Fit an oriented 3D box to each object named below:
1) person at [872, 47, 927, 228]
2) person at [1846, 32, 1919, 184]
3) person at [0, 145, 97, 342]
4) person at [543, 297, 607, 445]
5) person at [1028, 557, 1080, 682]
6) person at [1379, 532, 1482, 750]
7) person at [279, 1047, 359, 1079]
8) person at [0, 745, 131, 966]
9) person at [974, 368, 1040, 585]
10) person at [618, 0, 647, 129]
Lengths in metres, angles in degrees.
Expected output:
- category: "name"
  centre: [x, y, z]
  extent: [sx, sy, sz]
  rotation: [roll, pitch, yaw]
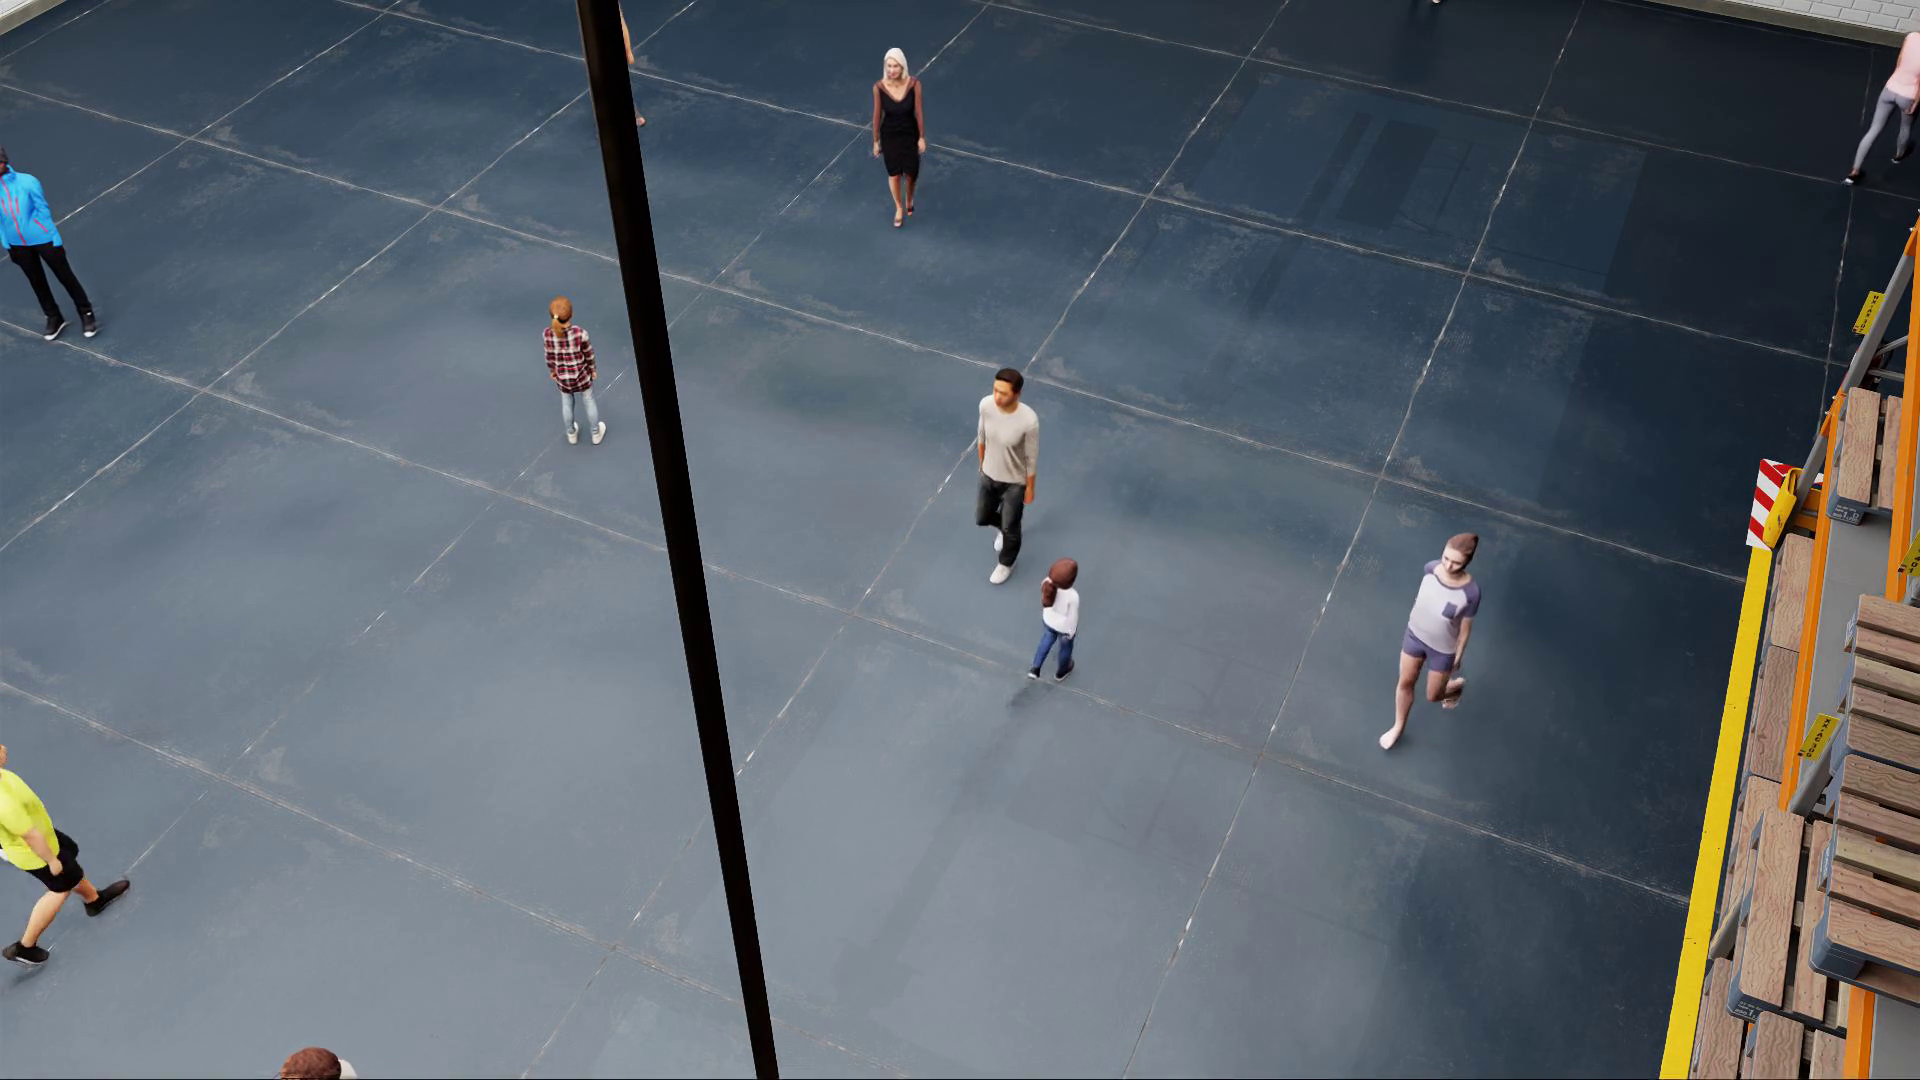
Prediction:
- category: "person"
  centre: [-0.523, -3.600, 14.776]
  extent: [0.713, 1.734, 0.740]
  rotation: [3, 44, 3]
- category: "person"
  centre: [8.603, -4.047, 15.285]
  extent: [1.177, 1.678, 0.877]
  rotation: [-30, 51, -28]
- category: "person"
  centre: [-7.523, -2.446, 13.518]
  extent: [0.695, 1.797, 0.722]
  rotation: [-7, 44, -7]
- category: "person"
  centre: [-2.949, -1.280, 12.652]
  extent: [0.594, 1.303, 0.608]
  rotation: [0, 44, 0]
- category: "person"
  centre: [0.616, 0.543, 10.883]
  extent: [0.519, 1.104, 0.647]
  rotation: [29, 51, 27]
- category: "person"
  centre: [3.000, 0.587, 10.370]
  extent: [0.958, 1.748, 0.762]
  rotation: [-32, 52, -29]
- category: "person"
  centre: [-2.814, 2.914, 7.822]
  extent: [0.746, 1.894, 0.741]
  rotation: [-24, 49, -23]
- category: "person"
  centre: [-5.227, 1.720, 9.225]
  extent: [0.798, 1.687, 1.050]
  rotation: [30, 51, 28]
- category: "person"
  centre: [0.369, -0.497, 11.471]
  extent: [0.683, 1.800, 0.742]
  rotation: [23, 48, 22]
- category: "person"
  centre: [-3.368, -4.755, 15.999]
  extent: [0.596, 1.719, 0.507]
  rotation: [20, 47, 20]
